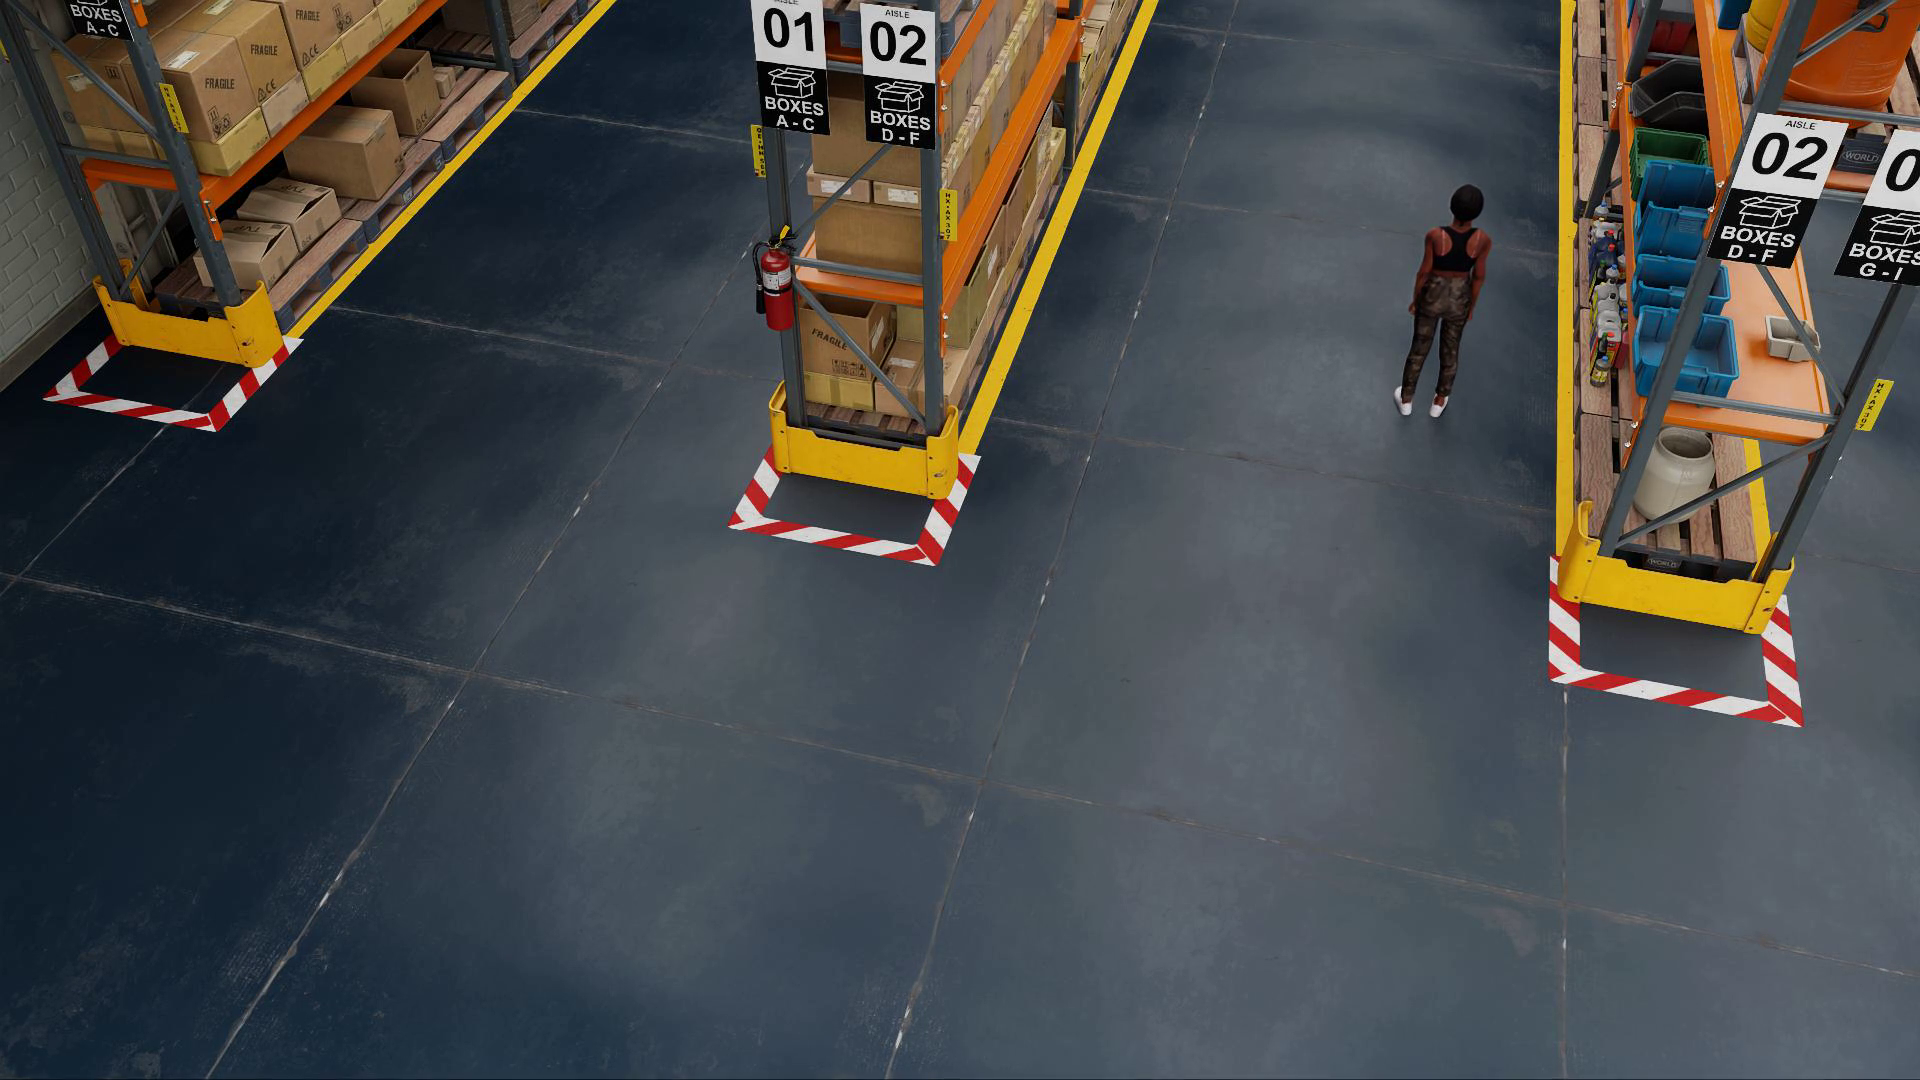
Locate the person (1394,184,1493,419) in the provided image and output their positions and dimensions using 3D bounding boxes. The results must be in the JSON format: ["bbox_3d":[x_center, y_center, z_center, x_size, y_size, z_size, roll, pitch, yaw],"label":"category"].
[{"bbox_3d":[3.089,-1.512,10.616,0.588,1.701,0.555,6,43,7],"label":"person"}]
